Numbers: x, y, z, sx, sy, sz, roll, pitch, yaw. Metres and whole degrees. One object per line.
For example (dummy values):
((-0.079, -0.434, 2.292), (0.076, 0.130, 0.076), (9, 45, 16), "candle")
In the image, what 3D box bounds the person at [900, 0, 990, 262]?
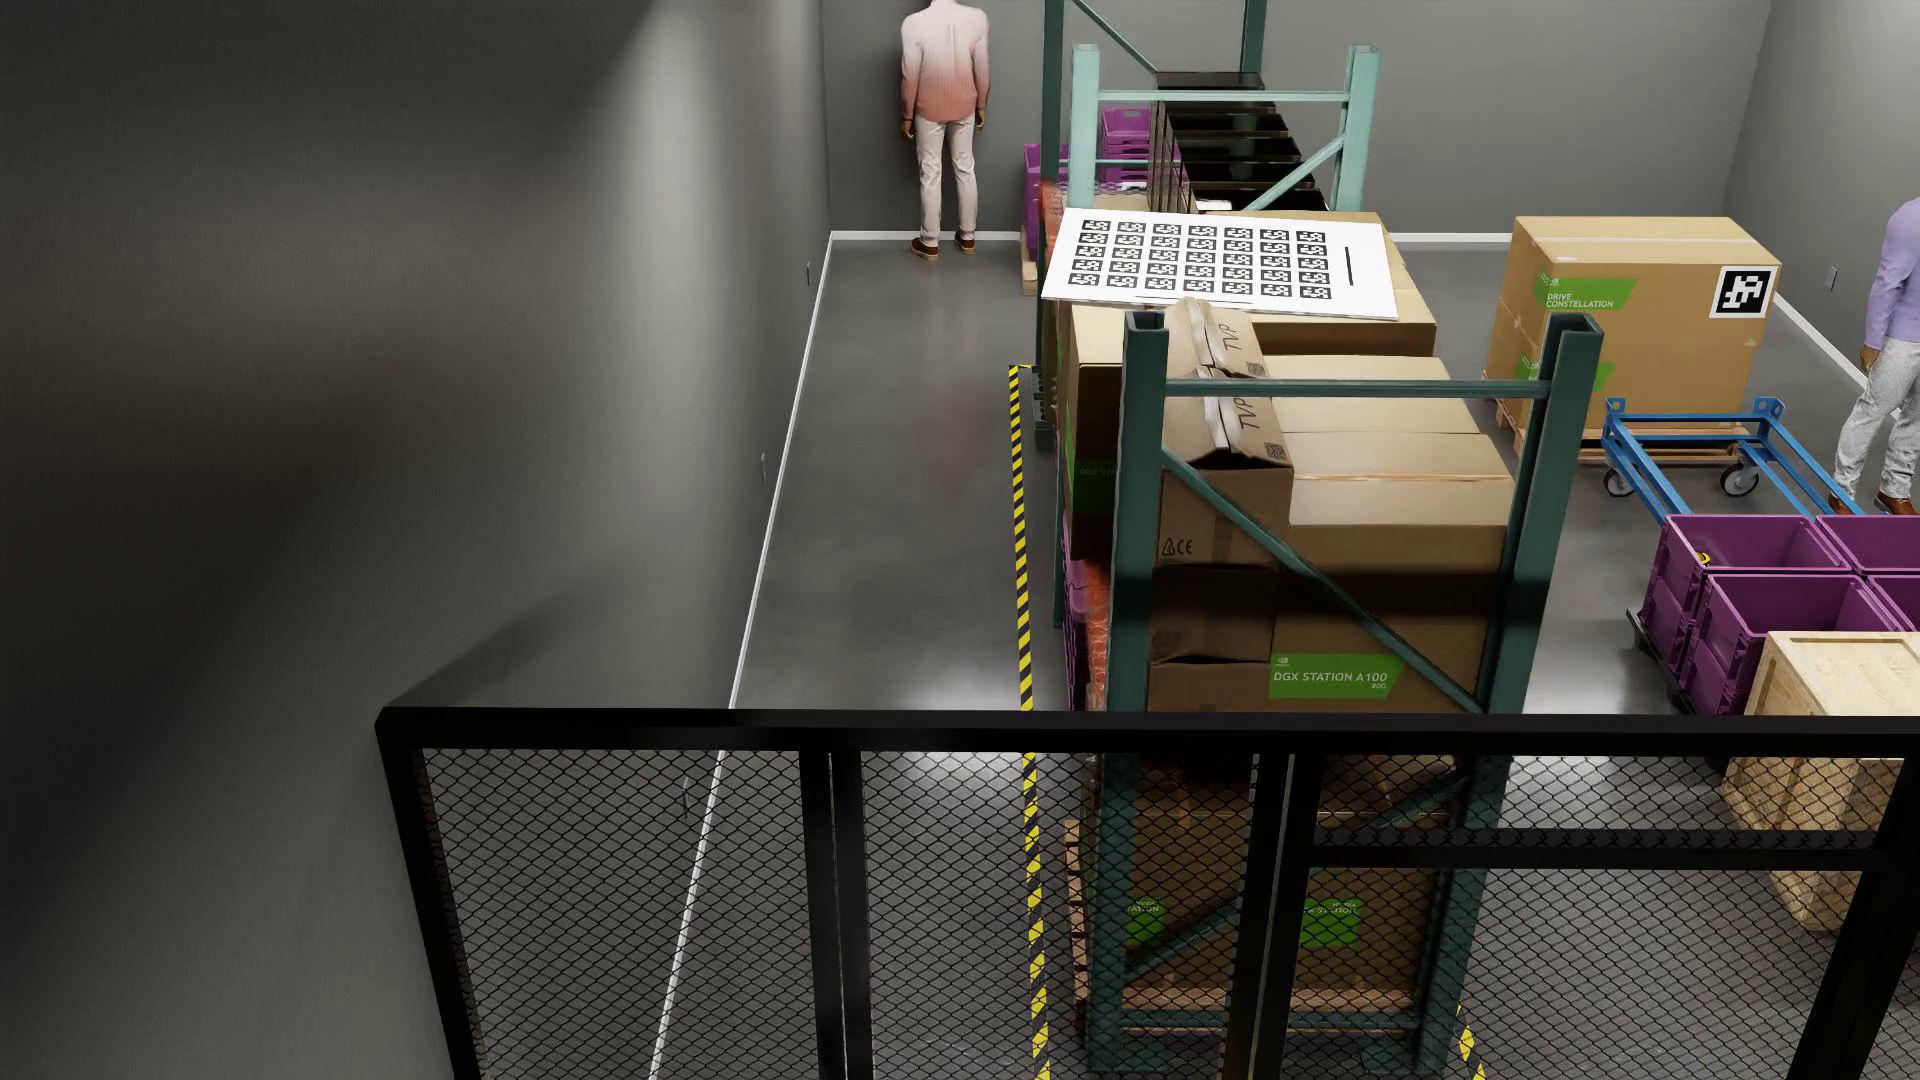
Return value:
((-0.106, -2.817, 10.839), (0.622, 1.993, 0.382), (-13, 33, -20), "person")

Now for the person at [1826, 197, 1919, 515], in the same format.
((4.529, -0.945, 7.784), (0.632, 1.940, 0.372), (-1, 31, -2), "person")
